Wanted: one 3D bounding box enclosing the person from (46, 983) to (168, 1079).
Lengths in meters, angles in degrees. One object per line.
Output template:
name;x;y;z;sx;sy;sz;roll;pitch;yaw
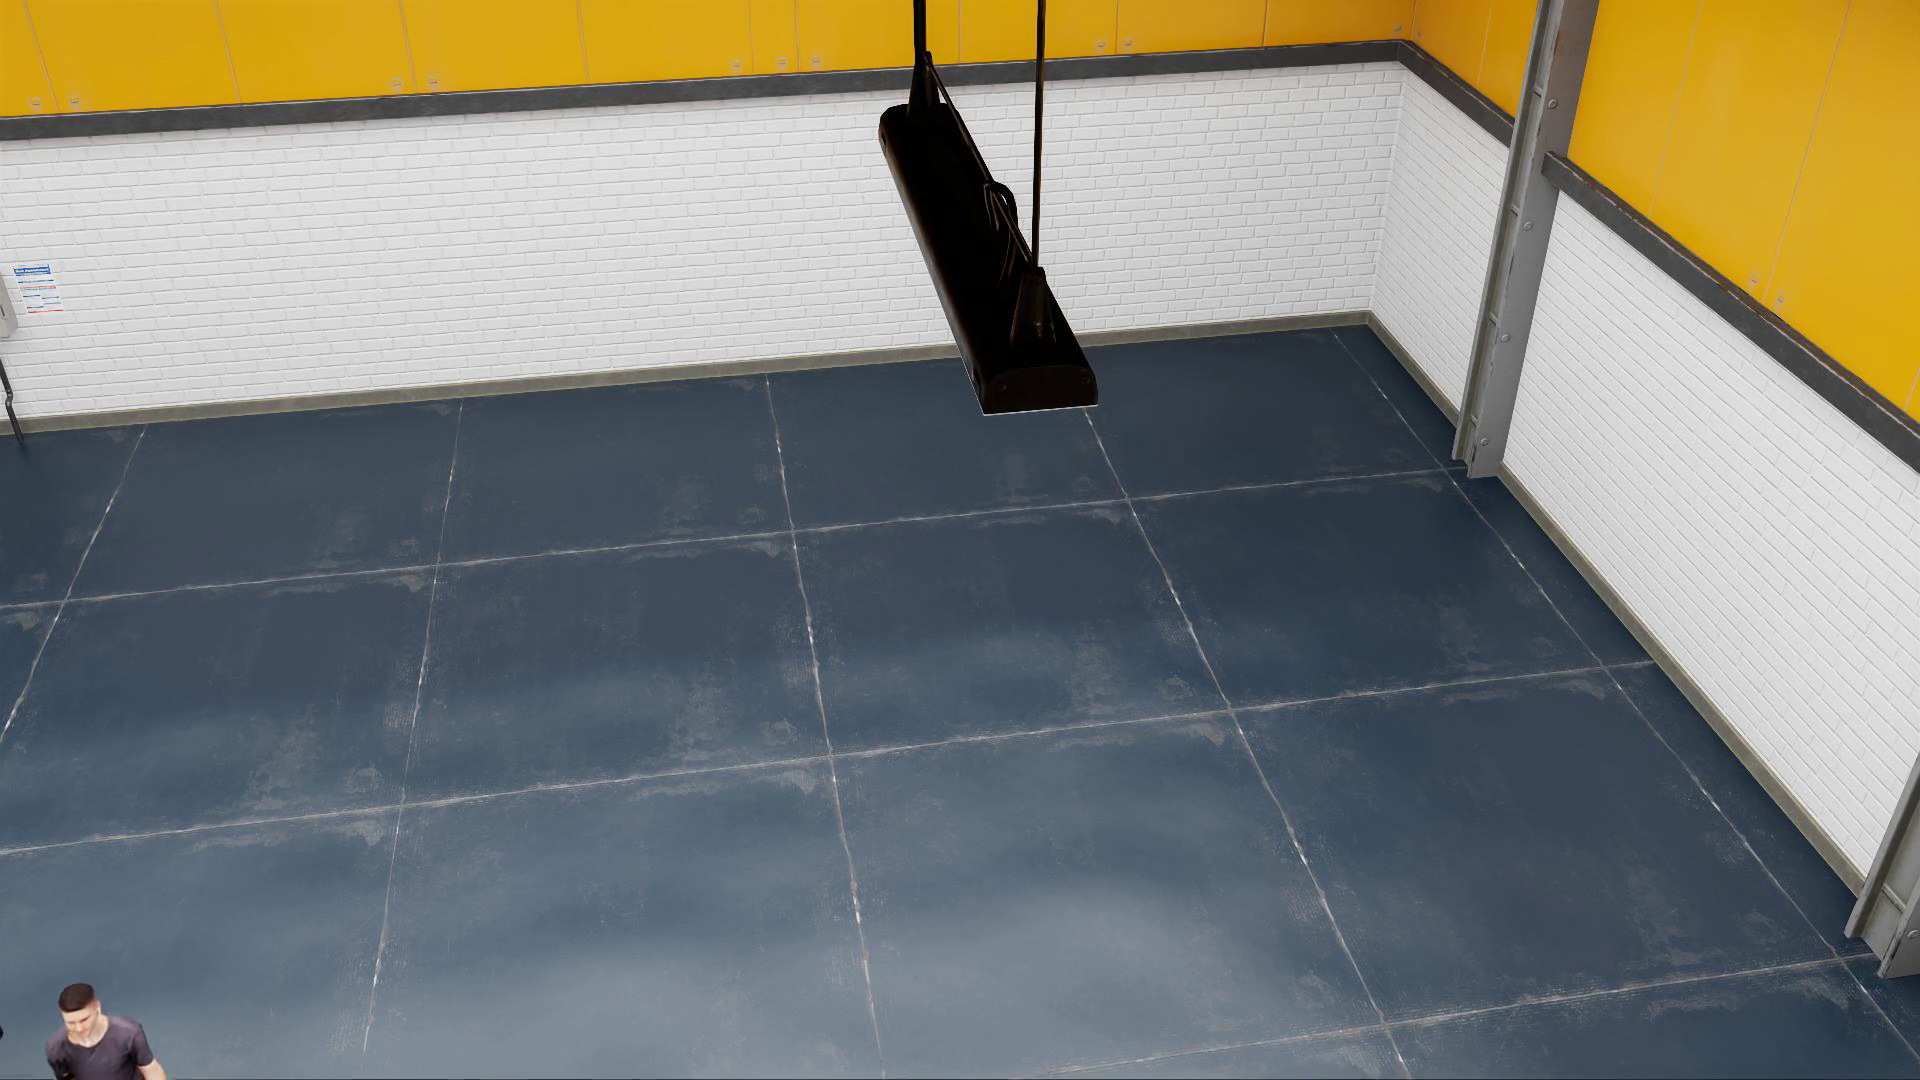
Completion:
person;-4.239;2.839;8.482;0.686;1.745;1.024;-8;34;-11
